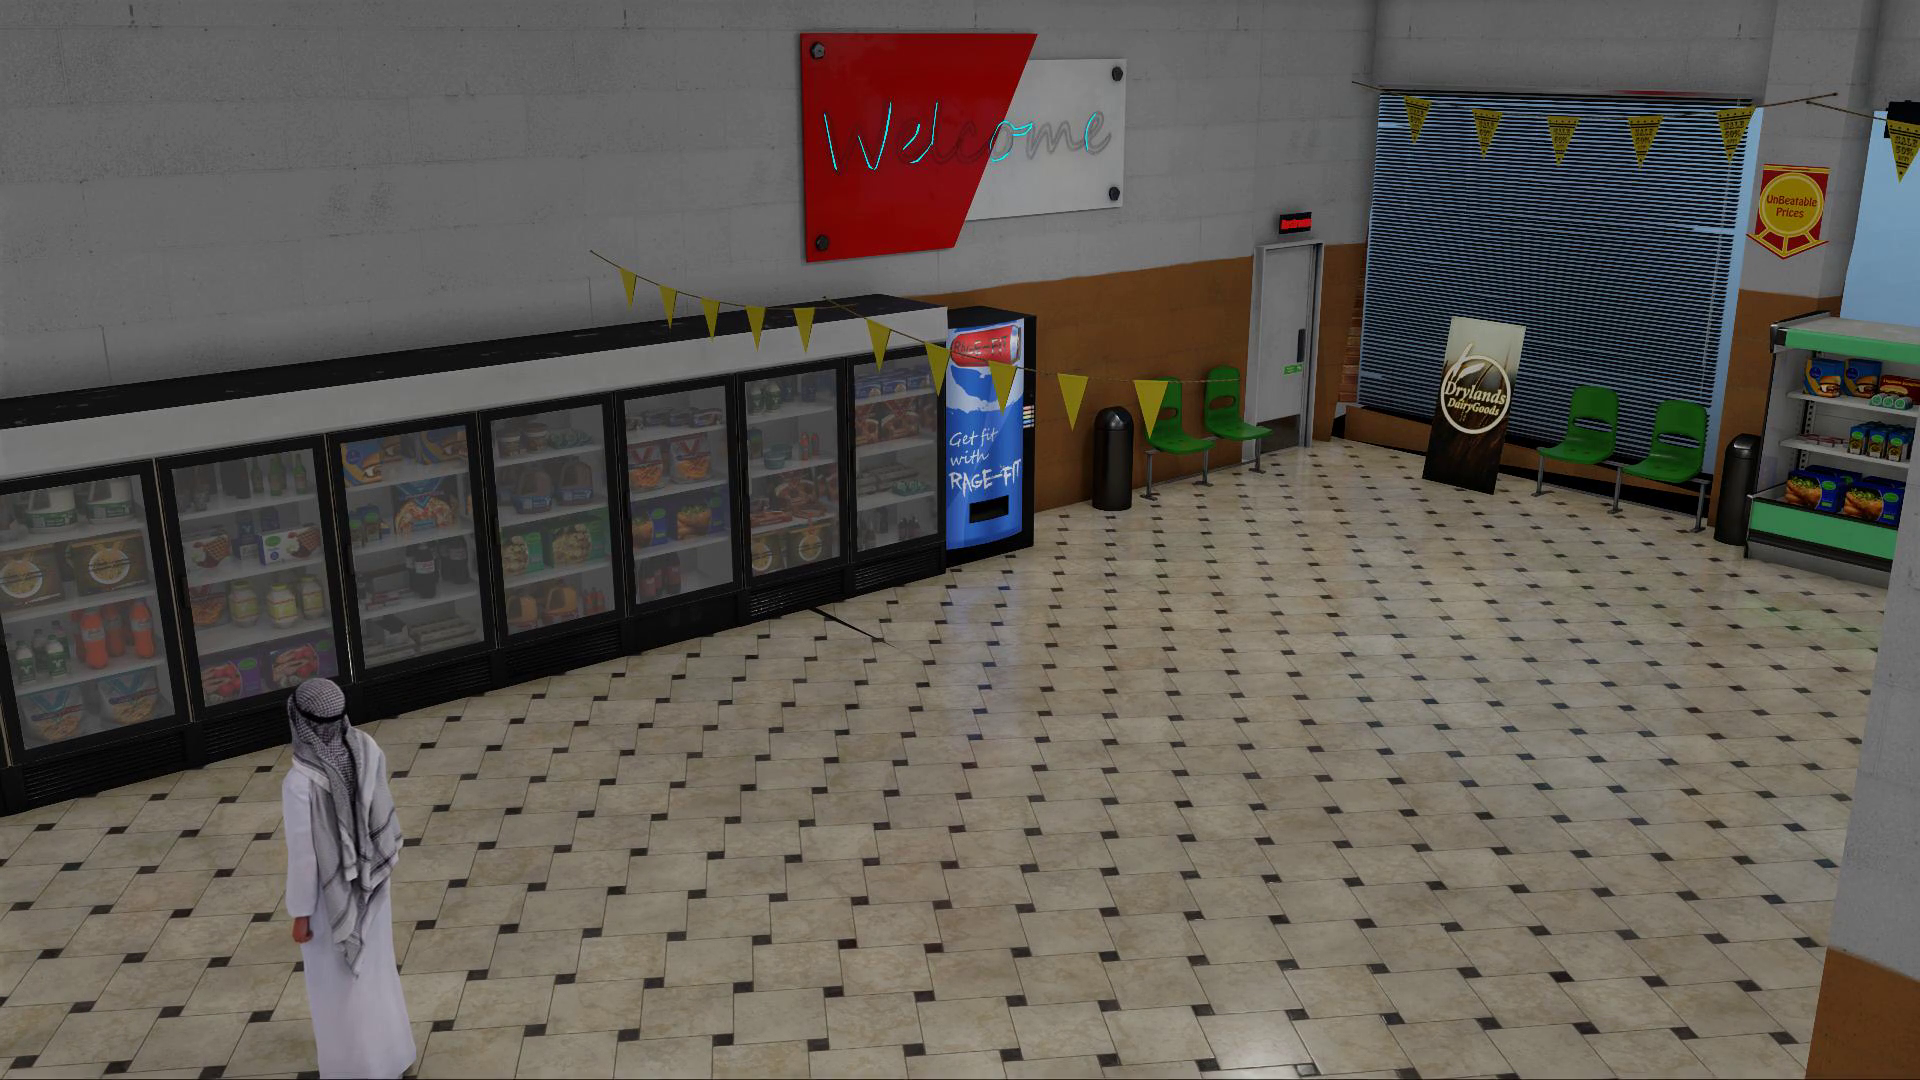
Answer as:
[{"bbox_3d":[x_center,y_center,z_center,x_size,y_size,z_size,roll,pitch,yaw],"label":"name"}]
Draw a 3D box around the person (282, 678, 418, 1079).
[{"bbox_3d":[-2.605,1.482,7.015,0.798,1.927,0.791,7,18,22],"label":"person"}]
